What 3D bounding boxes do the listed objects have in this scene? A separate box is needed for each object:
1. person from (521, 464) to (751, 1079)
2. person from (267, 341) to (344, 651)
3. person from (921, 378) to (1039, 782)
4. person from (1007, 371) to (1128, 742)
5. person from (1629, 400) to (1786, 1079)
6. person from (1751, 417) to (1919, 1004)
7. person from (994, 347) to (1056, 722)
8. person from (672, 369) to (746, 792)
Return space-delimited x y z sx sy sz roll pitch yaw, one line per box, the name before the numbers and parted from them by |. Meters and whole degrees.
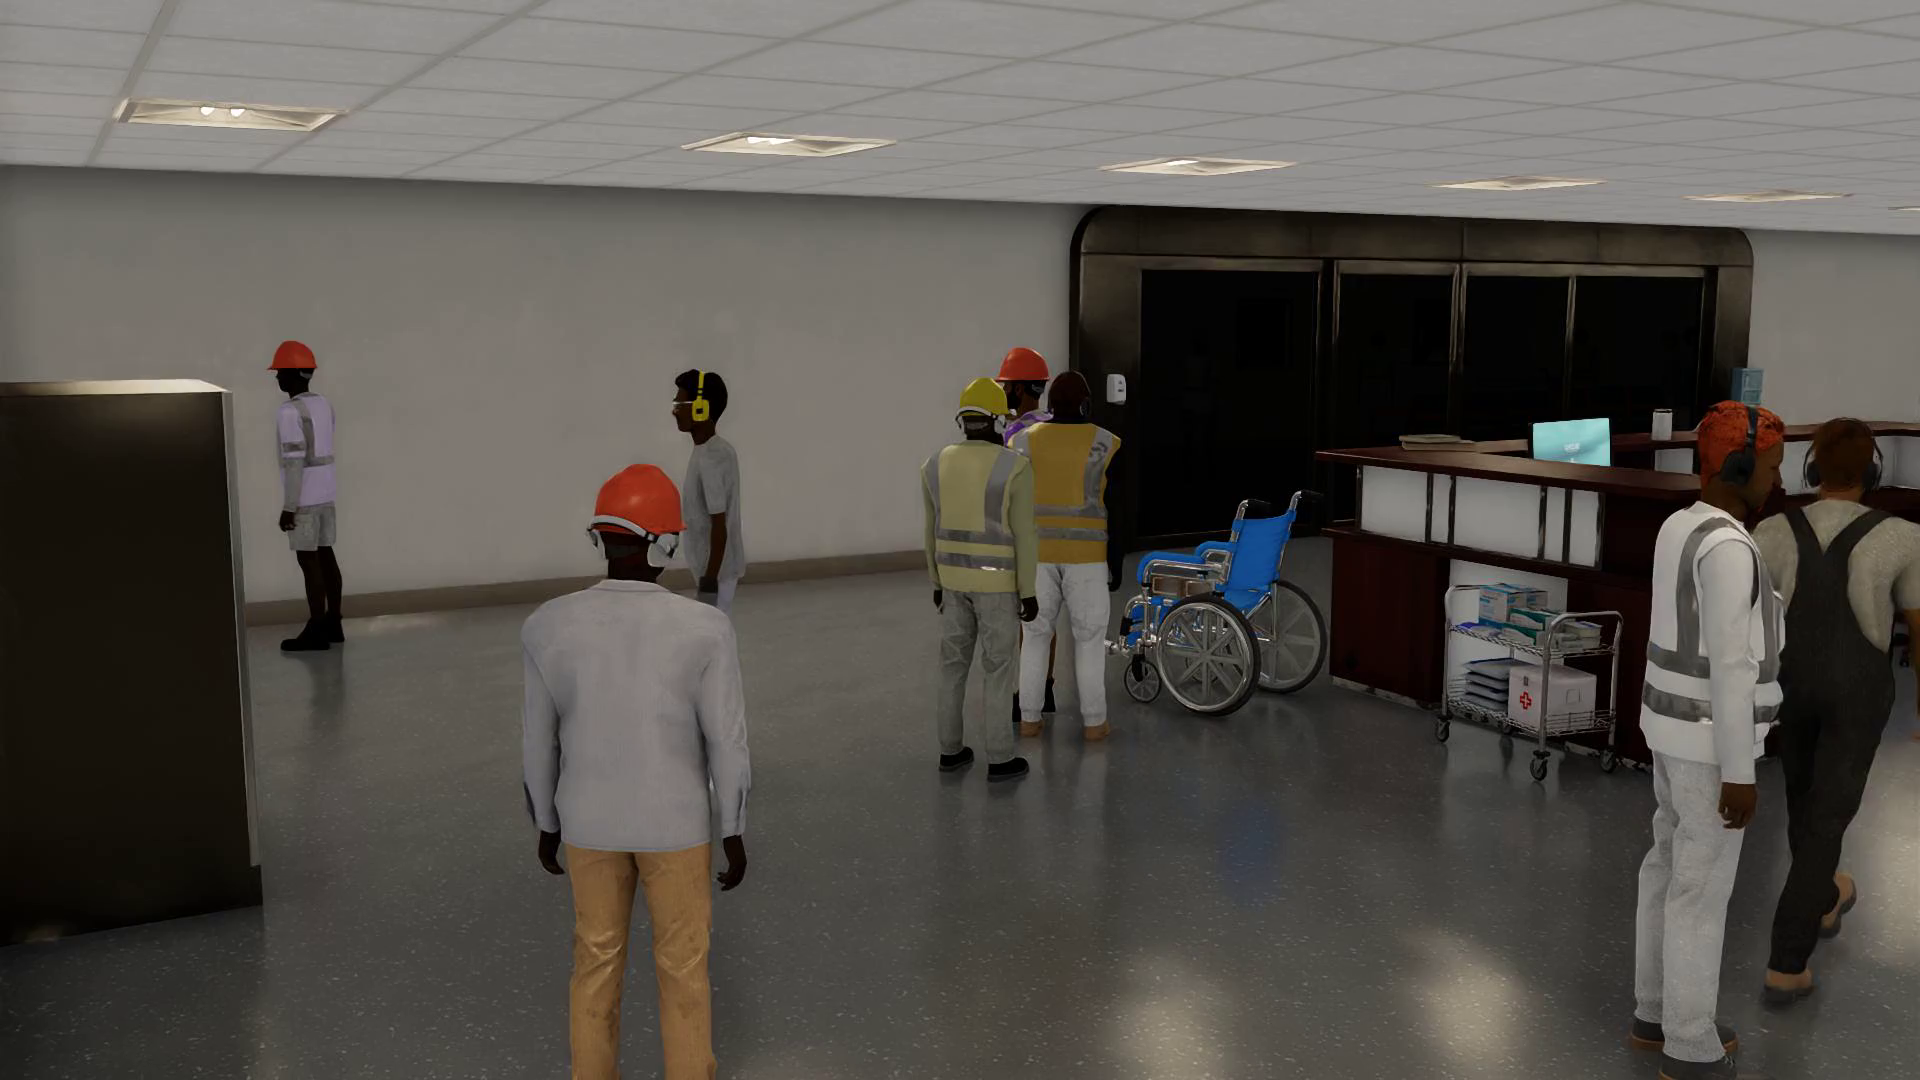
person | -0.795 0.683 4.164 0.575 1.749 0.335 1 8 9
person | -4.106 -0.271 10.407 0.376 1.939 0.547 1 8 6
person | 0.106 0.177 7.591 0.593 1.826 0.404 5 10 34
person | 0.526 0.083 8.251 0.623 1.835 0.431 2 8 16
person | 2.061 0.563 4.566 0.356 1.884 0.572 1 8 8
person | 2.784 0.510 5.300 0.519 1.787 1.001 8 11 44
person | 0.331 -0.024 8.623 0.357 1.937 0.550 3 8 22
person | -1.116 0.184 7.354 0.331 1.874 0.519 -1 8 -5
